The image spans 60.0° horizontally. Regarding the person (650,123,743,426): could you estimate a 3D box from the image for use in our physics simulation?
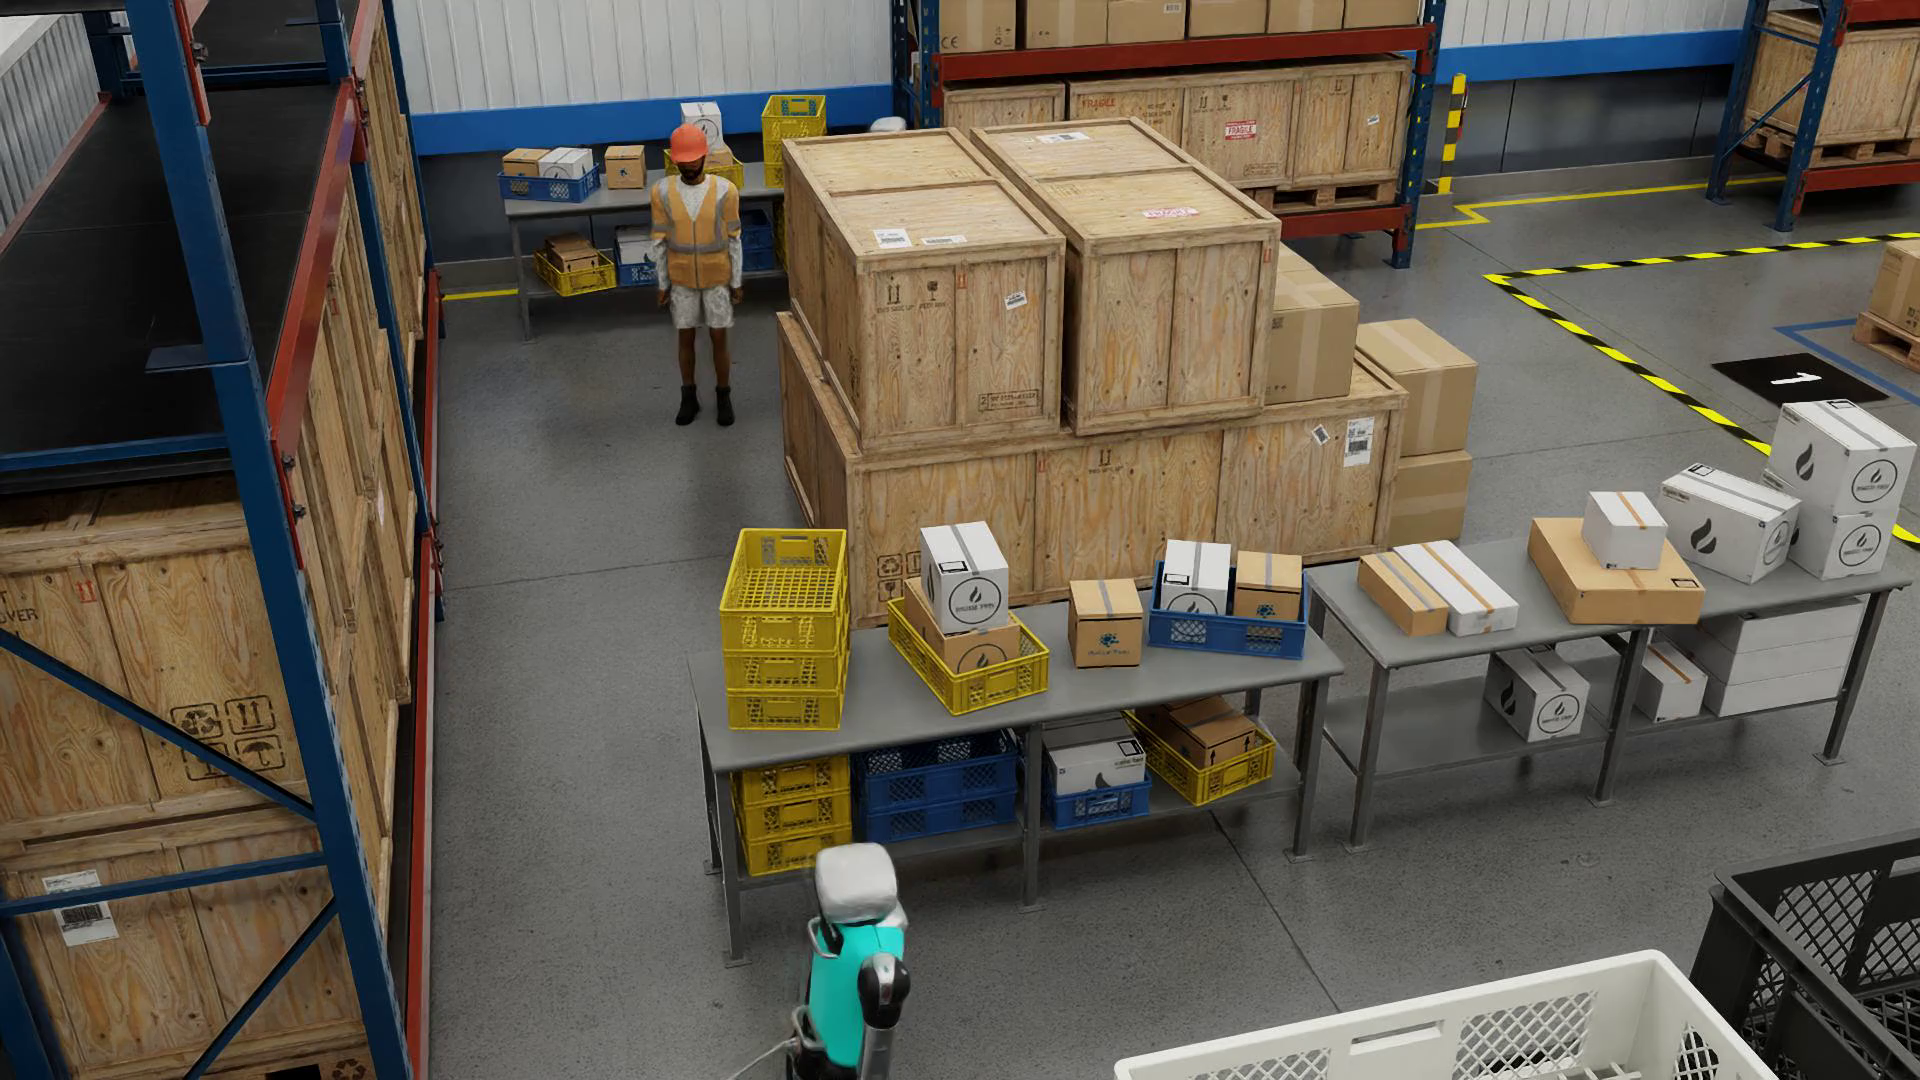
[{"bbox_3d":[-1.623,-1.630,10.350,0.548,1.935,0.374,-1,29,-3],"label":"person"}]

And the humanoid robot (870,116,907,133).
[{"bbox_3d":[-0.740,-1.936,11.189,0.870,1.834,0.557,4,29,7],"label":"humanoid robot"}]

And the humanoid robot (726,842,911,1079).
[{"bbox_3d":[-0.495,1.632,4.654,1.031,1.736,0.532,-10,30,-17],"label":"humanoid robot"}]
